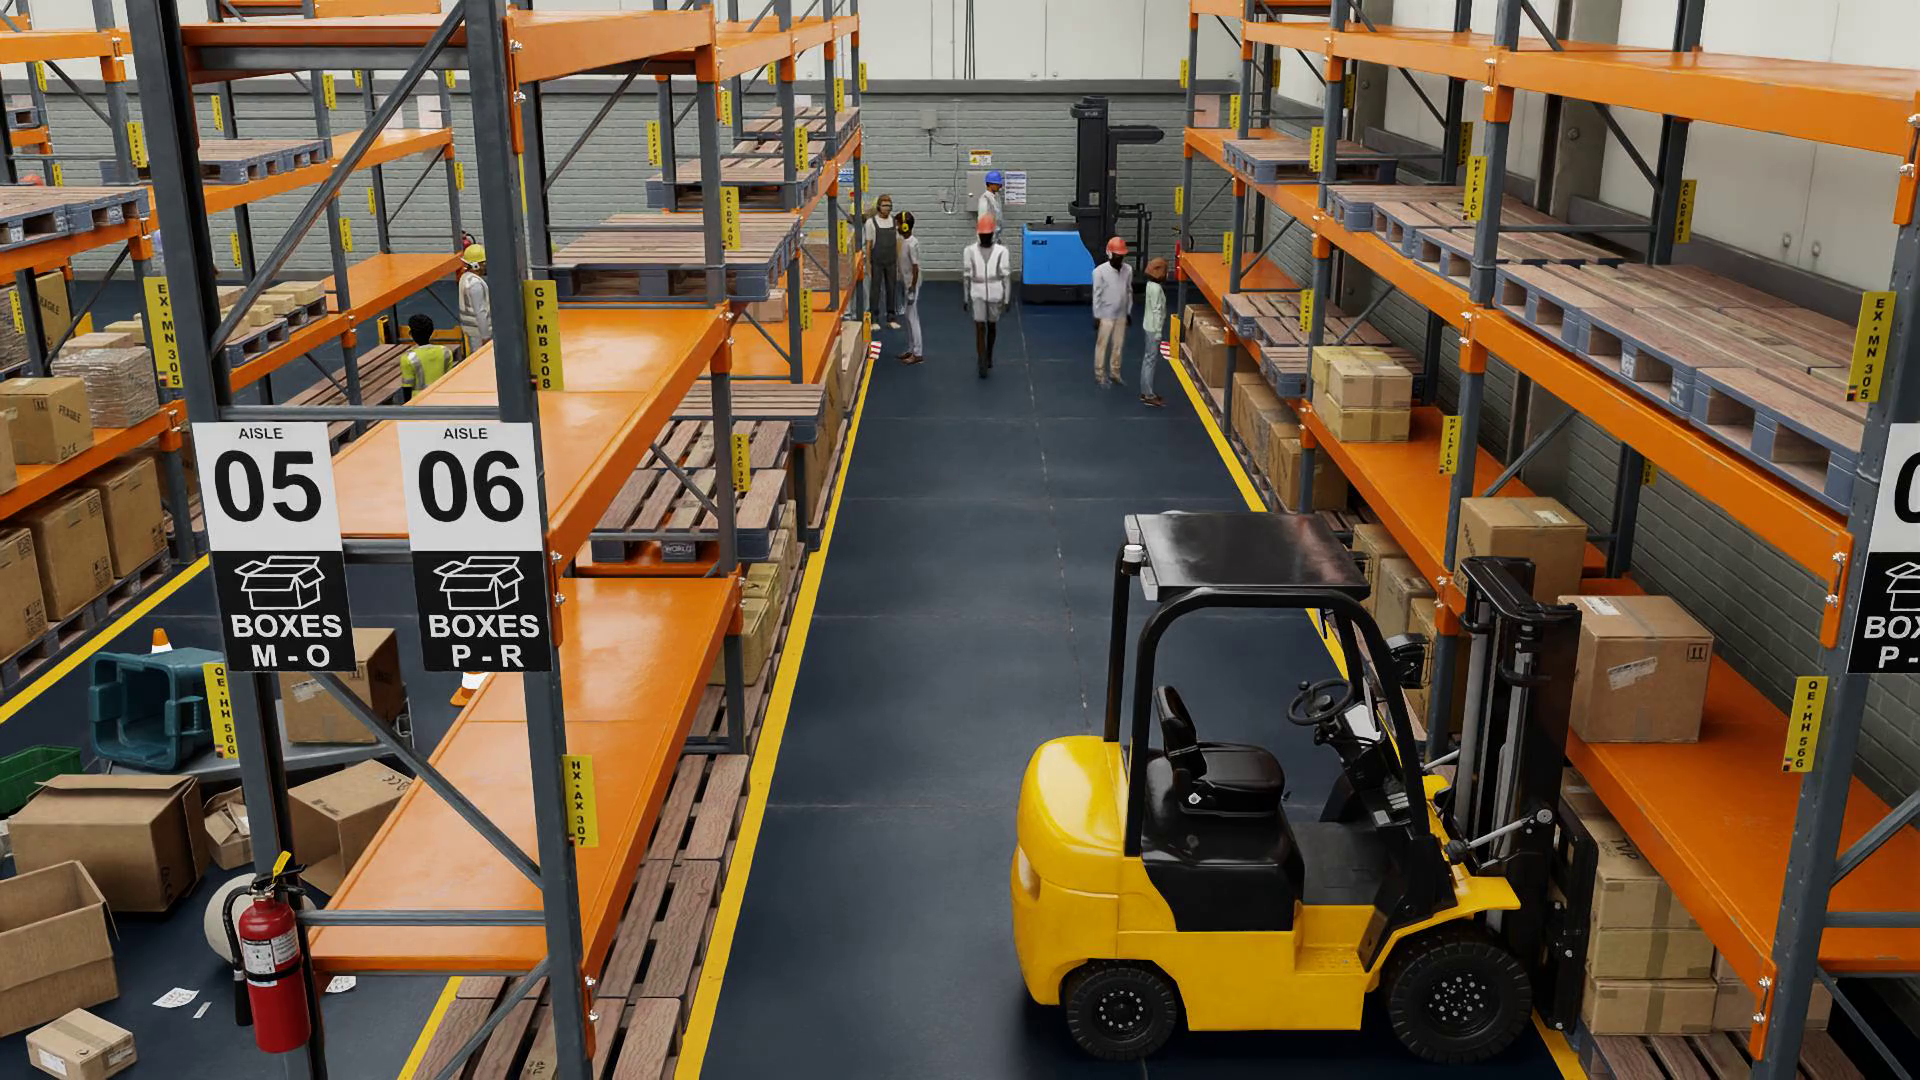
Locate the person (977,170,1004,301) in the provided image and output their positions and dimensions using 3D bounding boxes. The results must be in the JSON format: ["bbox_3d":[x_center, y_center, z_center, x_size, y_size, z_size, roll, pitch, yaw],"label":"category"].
[{"bbox_3d":[0.454,-4.446,24.419,0.413,1.940,0.601,7,20,21],"label":"person"}]

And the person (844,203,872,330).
[{"bbox_3d":[-1.367,-3.680,22.419,0.486,1.736,0.320,-3,19,-9],"label":"person"}]

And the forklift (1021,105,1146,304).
[{"bbox_3d":[1.857,-4.944,24.441,1.873,2.768,1.129,0,18,0],"label":"forklift"}]

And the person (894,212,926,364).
[{"bbox_3d":[-0.604,-3.079,20.437,0.403,1.873,0.588,-3,19,-9],"label":"person"}]

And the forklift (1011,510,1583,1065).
[{"bbox_3d":[1.387,1.055,7.378,2.313,2.155,1.214,0,18,0],"label":"forklift"}]

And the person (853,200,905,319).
[{"bbox_3d":[-1.081,-3.912,23.176,0.926,1.689,0.480,0,18,1],"label":"person"}]

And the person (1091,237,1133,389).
[{"bbox_3d":[1.773,-2.622,19.190,0.572,1.747,0.346,-11,21,-30],"label":"person"}]

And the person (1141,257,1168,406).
[{"bbox_3d":[2.165,-2.316,18.446,0.286,1.636,0.497,-1,18,-2],"label":"person"}]

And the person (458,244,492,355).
[{"bbox_3d":[-5.195,-2.281,18.028,0.404,1.835,0.588,-9,20,-26],"label":"person"}]

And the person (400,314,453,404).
[{"bbox_3d":[-4.757,-1.188,14.944,0.320,1.693,0.534,14,23,35],"label":"person"}]

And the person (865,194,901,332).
[{"bbox_3d":[-1.030,-3.728,22.399,0.508,1.839,0.338,-8,20,-23],"label":"person"}]

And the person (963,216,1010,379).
[{"bbox_3d":[0.321,-2.931,19.919,0.558,1.890,0.977,0,18,-1],"label":"person"}]
